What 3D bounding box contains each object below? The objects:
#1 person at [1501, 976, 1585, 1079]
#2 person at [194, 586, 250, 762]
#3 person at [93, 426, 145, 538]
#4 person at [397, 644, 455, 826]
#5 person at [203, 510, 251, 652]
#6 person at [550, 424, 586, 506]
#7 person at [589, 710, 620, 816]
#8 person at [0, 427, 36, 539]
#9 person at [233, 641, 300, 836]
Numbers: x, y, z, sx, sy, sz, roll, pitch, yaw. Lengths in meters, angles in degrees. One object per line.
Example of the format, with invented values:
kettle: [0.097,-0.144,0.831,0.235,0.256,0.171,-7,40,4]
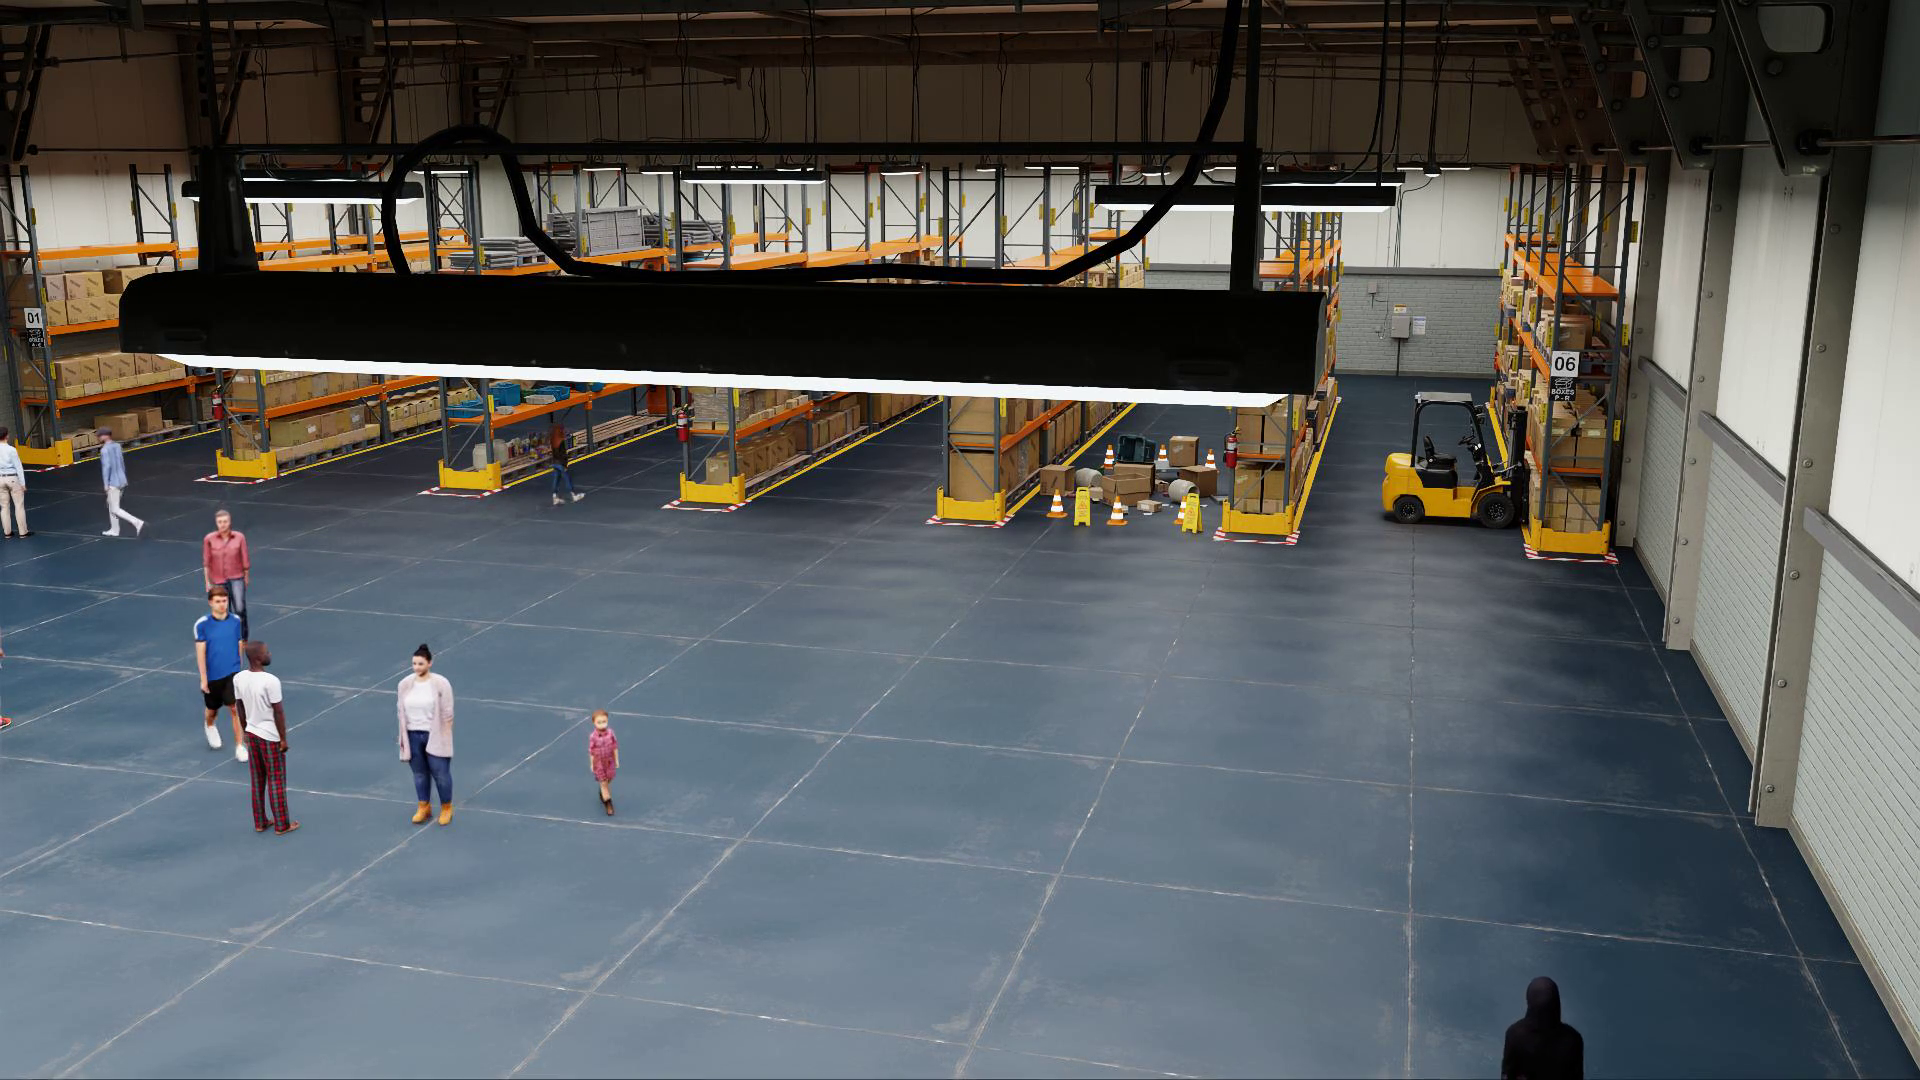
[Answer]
person: [3.343,3.308,9.601,0.652,1.604,0.819,5,14,21]
person: [-7.758,1.383,17.401,1.203,1.835,1.146,-11,17,-39]
person: [-13.828,-0.931,27.341,0.830,1.859,1.017,1,13,5]
person: [-5.032,1.813,15.752,0.709,1.742,0.660,2,13,7]
person: [-9.370,0.502,21.274,0.999,1.805,1.108,-4,14,-18]
person: [-7.281,-1.357,30.060,0.766,1.463,0.937,9,16,33]
person: [-3.435,2.117,16.067,0.678,1.007,0.760,-6,14,-25]
person: [-15.687,-0.947,27.435,0.727,1.847,0.720,-1,13,-4]
person: [-6.475,1.831,15.468,0.667,1.833,0.545,5,14,19]
